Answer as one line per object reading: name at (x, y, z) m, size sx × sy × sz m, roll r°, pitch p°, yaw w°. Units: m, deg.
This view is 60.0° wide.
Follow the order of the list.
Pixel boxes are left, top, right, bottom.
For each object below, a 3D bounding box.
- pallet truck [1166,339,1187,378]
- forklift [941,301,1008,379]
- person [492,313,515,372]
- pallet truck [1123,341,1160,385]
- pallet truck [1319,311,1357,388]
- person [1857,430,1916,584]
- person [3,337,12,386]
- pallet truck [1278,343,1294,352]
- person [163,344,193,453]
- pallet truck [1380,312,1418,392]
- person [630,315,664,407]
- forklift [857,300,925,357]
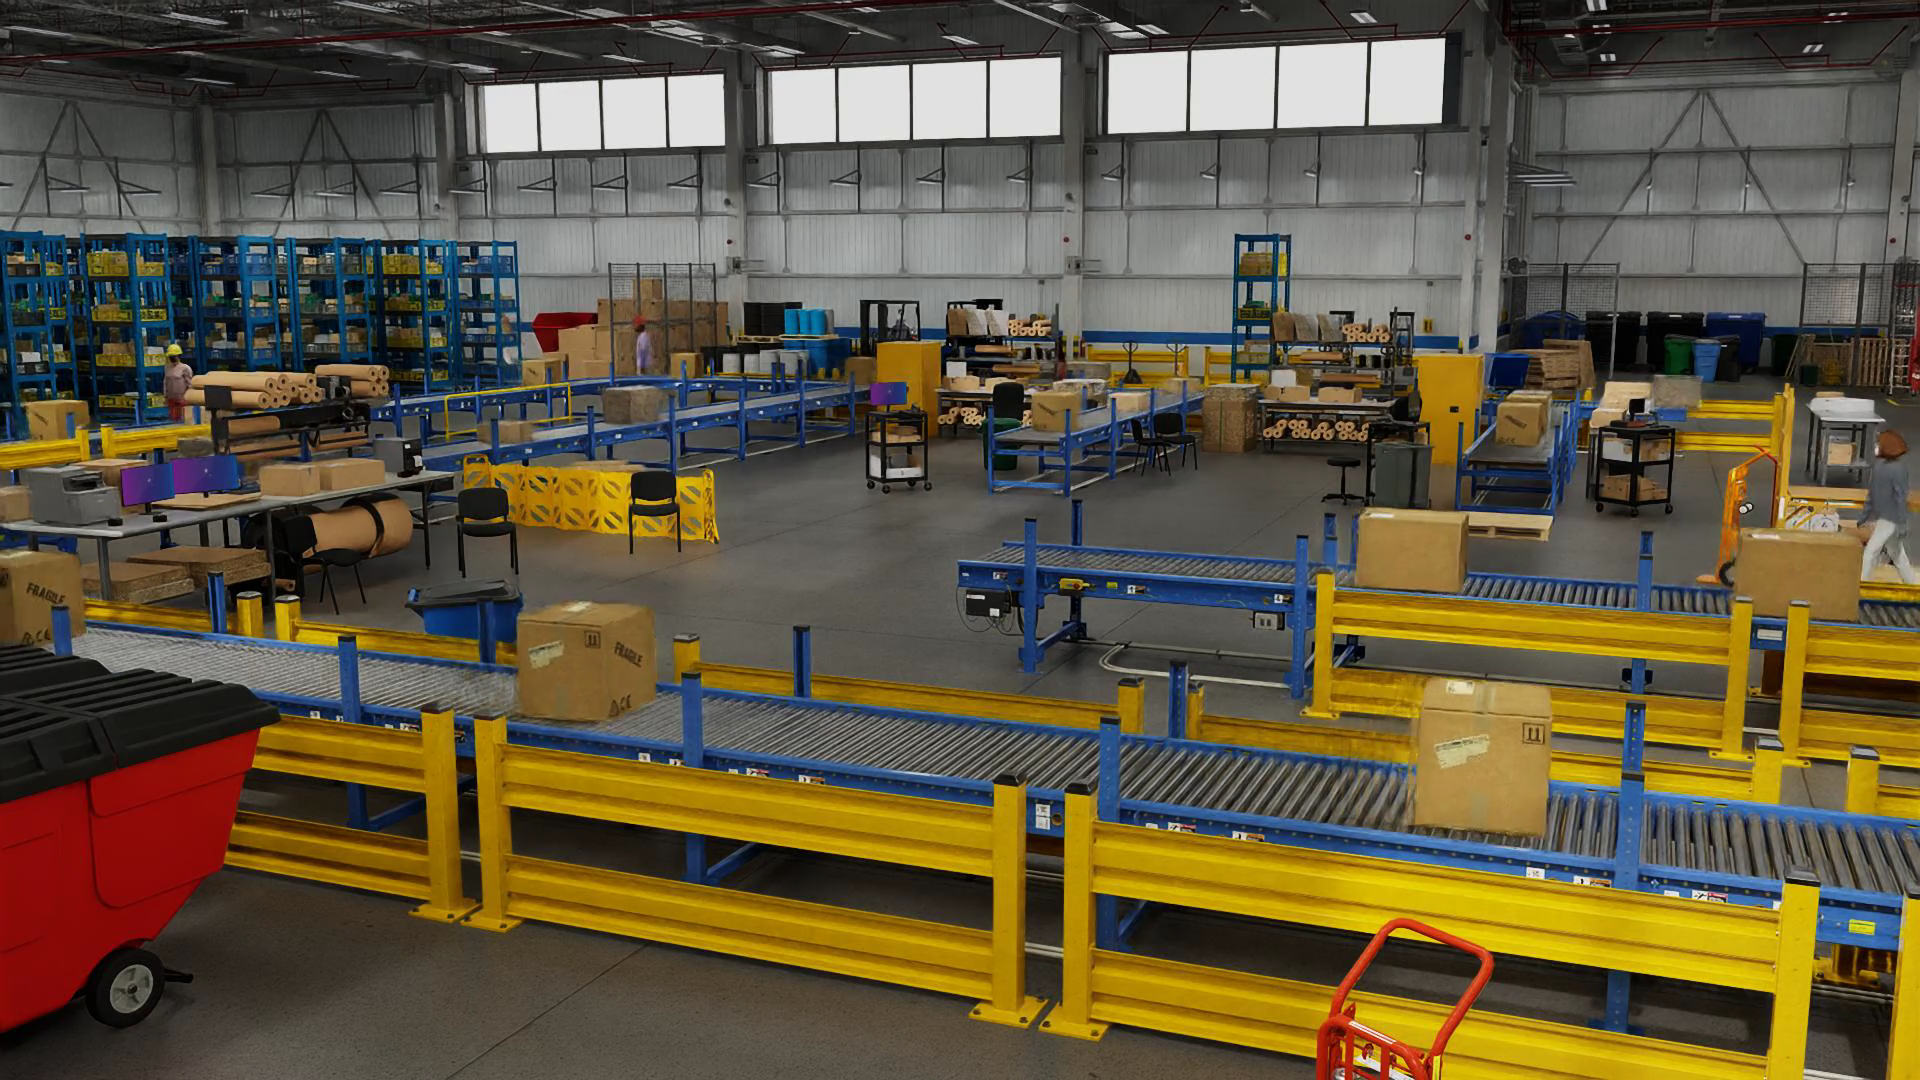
pallet truck at (5.418, -4.269, 40.420) m, size 0.704 × 1.261 × 1.522 m, roll 3°, pitch 10°, yaw 20°
forklift at (0.365, -4.966, 41.571) m, size 1.157 × 1.987 × 2.680 m, roll 3°, pitch 10°, yaw 20°
person at (-12.412, -5.399, 45.274) m, size 0.547 × 1.947 × 0.645 m, roll -1°, pitch 9°, yaw -3°
pallet truck at (4.445, -4.380, 41.279) m, size 0.680 × 1.201 × 1.601 m, roll 4°, pitch 10°, yaw 22°
pallet truck at (9.071, -4.419, 39.190) m, size 0.823 × 1.965 × 1.885 m, roll 5°, pitch 10°, yaw 26°
person at (8.126, -0.177, 14.712) m, size 0.860 × 1.581 × 0.526 m, roll 2°, pitch 10°, yaw 12°
person at (-20.583, -3.715, 35.450) m, size 0.874 × 1.814 × 0.563 m, roll -9°, pitch 13°, yaw -44°
pallet truck at (7.886, -4.163, 39.743) m, size 0.653 × 1.274 × 1.630 m, roll 4°, pitch 10°, yaw 22°
person at (-12.690, -2.292, 26.996) m, size 0.525 × 1.772 × 0.305 m, roll 2°, pitch 10°, yaw 13°
pallet truck at (10.207, -4.283, 38.369) m, size 0.823 × 1.965 × 1.885 m, roll 3°, pitch 10°, yaw 20°
person at (-6.508, -3.630, 34.355) m, size 0.553 × 2.016 × 0.640 m, roll -2°, pitch 10°, yaw -15°
forklift at (-1.732, -5.109, 42.468) m, size 1.157 × 1.987 × 2.680 m, roll 4°, pitch 10°, yaw 22°
